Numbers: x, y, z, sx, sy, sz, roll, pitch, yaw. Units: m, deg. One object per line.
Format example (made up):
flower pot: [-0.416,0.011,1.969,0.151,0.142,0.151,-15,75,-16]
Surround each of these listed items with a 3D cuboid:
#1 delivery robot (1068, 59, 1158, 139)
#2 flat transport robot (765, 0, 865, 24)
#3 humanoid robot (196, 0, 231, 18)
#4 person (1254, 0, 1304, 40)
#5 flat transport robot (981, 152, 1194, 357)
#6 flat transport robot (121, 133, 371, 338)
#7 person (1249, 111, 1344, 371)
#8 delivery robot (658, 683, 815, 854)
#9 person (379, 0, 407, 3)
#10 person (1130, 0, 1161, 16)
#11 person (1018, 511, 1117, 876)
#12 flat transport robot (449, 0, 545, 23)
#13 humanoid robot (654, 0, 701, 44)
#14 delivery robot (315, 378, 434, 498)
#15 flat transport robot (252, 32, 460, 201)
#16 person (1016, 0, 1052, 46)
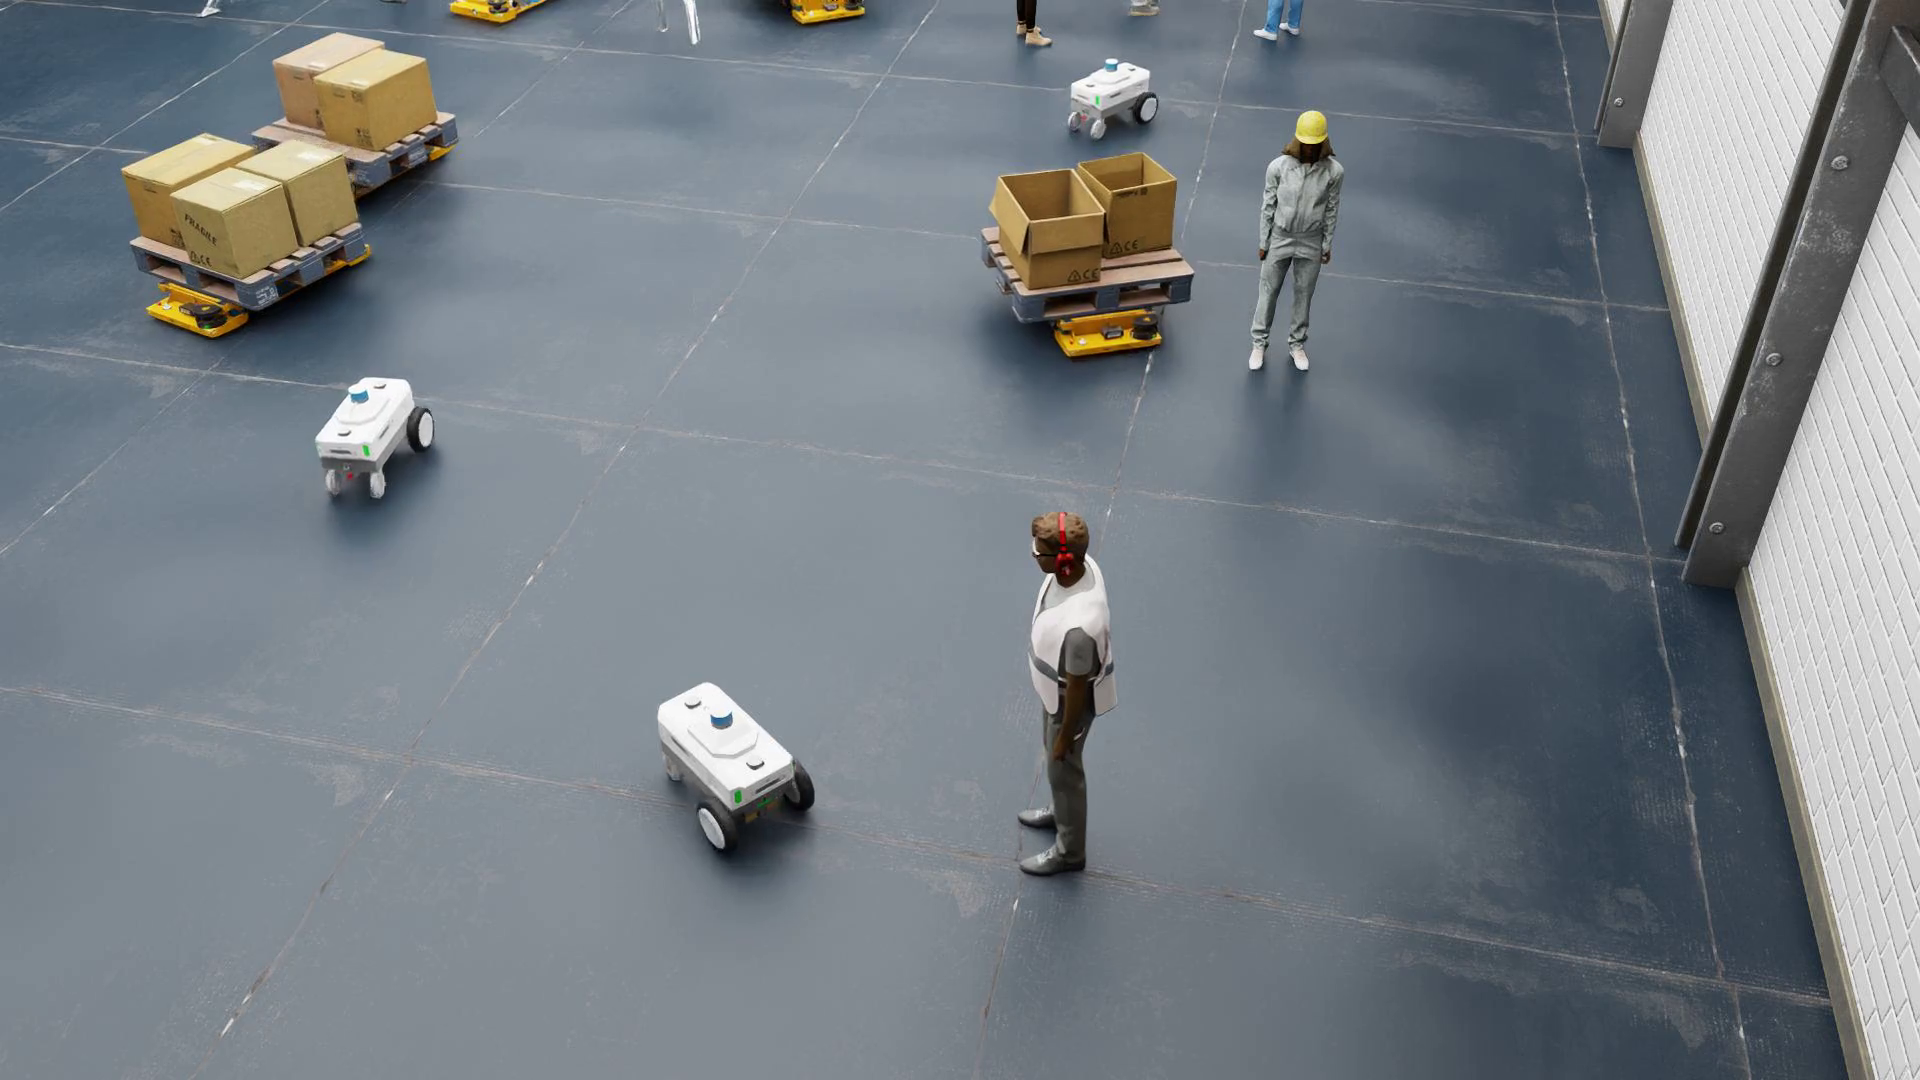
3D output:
delivery robot: [1.278,-3.741,13.998,0.805,0.609,0.499,-30,46,-34]
flat transport robot: [-1.517,-5.478,16.549,0.659,0.231,1.431,-16,40,-20]
humanoid robot: [-7.275,-5.925,16.013,0.542,1.889,0.753,15,39,19]
person: [3.029,-5.518,15.393,0.487,1.720,0.379,-21,42,-26]
flat transport robot: [0.840,-1.716,11.515,0.659,0.231,1.431,-9,38,-12]
flat transport robot: [-4.931,-1.871,11.722,0.659,0.231,1.431,19,41,24]
person: [2.121,-1.872,10.492,0.484,1.743,0.295,1,37,1]
delivery robot: [-1.069,1.001,7.636,0.499,0.590,0.793,-27,44,-31]
person: [-5.576,-6.200,16.181,0.416,1.871,0.535,18,40,22]
person: [1.868,-5.934,15.826,0.475,1.871,0.591,-3,37,-4]
person: [0.456,0.650,7.045,0.402,1.832,0.568,-2,37,-2]
flat transport robot: [-4.354,-5.504,16.584,0.659,0.231,1.431,18,41,23]
humanoid robot: [-2.668,-5.496,15.401,0.539,1.811,0.782,-3,37,-3]
delivery robot: [-3.498,-0.650,9.862,0.499,0.609,0.805,4,37,5]
flat transport robot: [-4.752,-2.991,13.221,0.659,0.231,1.431,16,40,21]
person: [0.680,-5.415,15.268,0.318,1.699,0.536,-9,38,-12]
